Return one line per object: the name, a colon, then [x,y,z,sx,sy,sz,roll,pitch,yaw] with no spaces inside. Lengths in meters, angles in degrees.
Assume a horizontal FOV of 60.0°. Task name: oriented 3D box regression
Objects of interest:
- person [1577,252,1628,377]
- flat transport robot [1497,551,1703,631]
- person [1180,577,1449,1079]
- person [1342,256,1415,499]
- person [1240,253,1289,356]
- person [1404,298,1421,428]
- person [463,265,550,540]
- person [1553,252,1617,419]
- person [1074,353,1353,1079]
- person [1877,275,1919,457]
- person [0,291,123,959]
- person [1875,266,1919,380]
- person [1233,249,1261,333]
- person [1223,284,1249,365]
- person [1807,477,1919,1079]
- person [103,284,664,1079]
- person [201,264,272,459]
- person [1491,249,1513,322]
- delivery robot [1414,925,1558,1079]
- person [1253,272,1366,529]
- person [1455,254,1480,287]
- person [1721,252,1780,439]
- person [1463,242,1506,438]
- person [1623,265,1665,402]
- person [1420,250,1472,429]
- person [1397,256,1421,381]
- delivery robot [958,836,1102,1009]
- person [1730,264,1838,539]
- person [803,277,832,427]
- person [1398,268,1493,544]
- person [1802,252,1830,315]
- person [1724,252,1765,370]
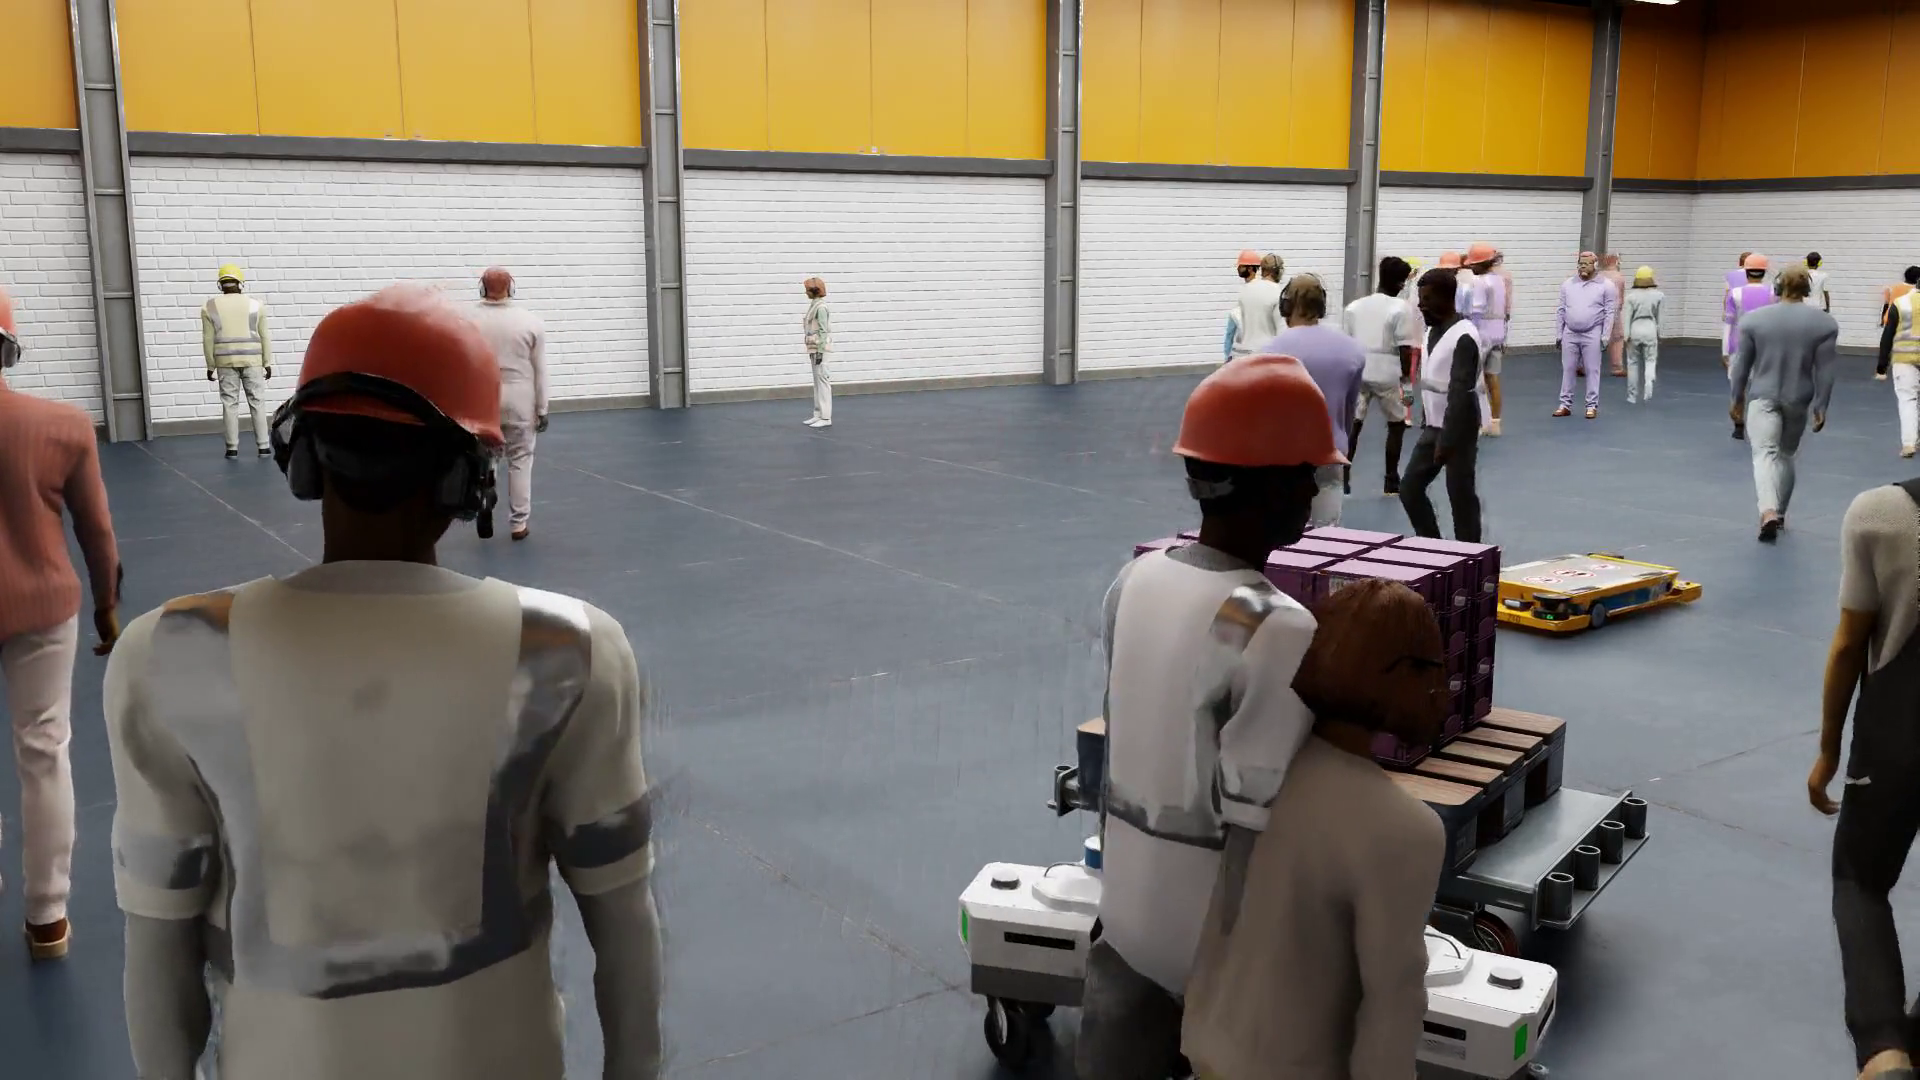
person: [9.570,-3.347,24.727,0.953,1.869,0.644,-3,11,-17]
flat transport robot: [3.448,0.269,9.251,1.431,0.197,0.652,-8,13,-37]
person: [0.551,0.832,2.630,0.958,1.548,0.513,-5,11,-23]
person: [3.319,-1.278,13.206,0.685,1.925,0.646,9,14,41]
person: [2.925,-1.785,16.003,0.390,1.927,0.644,-7,12,-32]
person: [5.080,-2.093,18.232,0.523,1.715,0.912,7,12,34]
person: [-3.107,-0.910,11.294,0.644,1.892,0.523,-1,10,-7]
person: [7.165,-2.352,19.138,0.641,1.908,0.407,8,13,37]
person: [0.302,0.644,2.766,0.914,1.904,0.555,-5,12,-26]
person: [9.118,-1.690,15.825,0.630,1.804,0.949,3,11,17]
person: [-2.880,0.200,5.000,0.659,1.946,0.983,-7,12,-32]
person: [13.522,-3.112,23.974,0.318,1.663,0.624,-5,11,-25]
person: [3.185,-2.245,18.450,0.350,1.942,0.545,1,10,8]
person: [2.977,-1.833,17.040,0.554,1.622,0.353,3,11,15]
person: [2.193,0.497,3.704,0.528,1.834,0.494,4,11,22]
person: [-0.705,0.694,2.144,0.644,2.015,0.418,-3,11,-16]
person: [-6.765,-1.664,15.596,0.588,1.822,0.403,-4,11,-23]
person: [8.399,-3.650,26.297,0.659,1.886,0.544,7,13,35]
delivery robot: [1.001,1.062,3.867,0.707,0.478,0.477,6,12,29]
person: [1.666,-0.384,8.347,0.643,1.888,0.990,-3,11,-13]
person: [7.784,-3.475,25.580,0.642,1.798,0.925,7,12,33]
person: [8.059,-1.963,16.955,0.559,1.923,0.599,3,11,17]
person: [5.433,-2.059,17.224,0.455,2.019,0.842,10,14,43]
person: [8.516,-2.556,20.739,0.498,1.726,0.555,3,11,14]
person: [5.243,-2.151,17.952,0.549,1.934,0.374,1,10,3]
person: [6.518,-3.155,23.805,0.798,1.808,0.589,1,10,7]
delivery robot: [0.362,0.997,4.228,0.707,0.478,0.477,3,11,17]
person: [5.706,-0.961,11.552,0.636,1.906,0.970,3,11,16]
person: [-1.559,-2.057,18.254,0.311,1.639,0.513,-3,11,-15]
person: [2.811,-0.621,9.666,0.545,1.888,0.630,-1,10,-8]
person: [13.111,-3.498,25.606,0.540,1.846,0.695,9,14,41]
person: [12.200,-3.557,25.924,0.563,1.839,0.392,7,12,33]
